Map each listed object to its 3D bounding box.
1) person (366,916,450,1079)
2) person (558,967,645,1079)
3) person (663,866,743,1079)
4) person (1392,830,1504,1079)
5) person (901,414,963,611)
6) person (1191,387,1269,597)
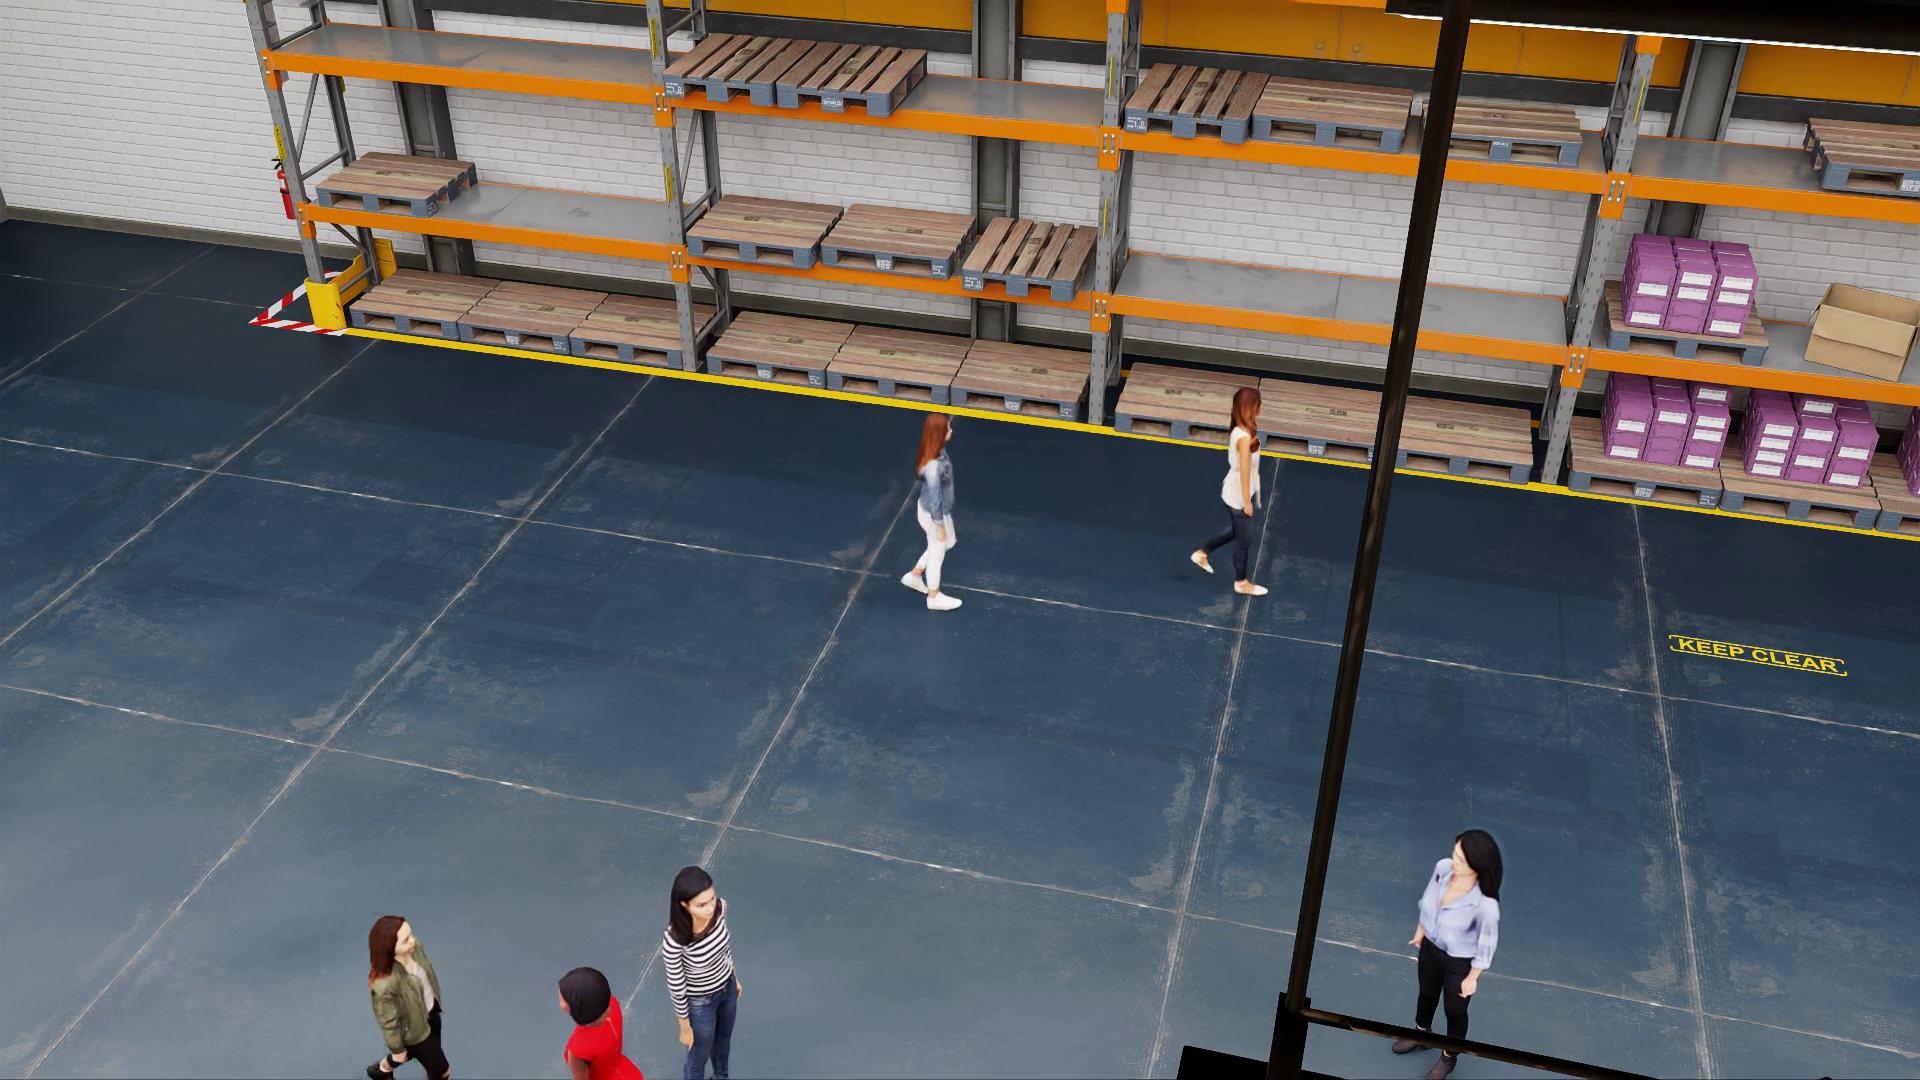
[{"bbox_3d":[-2.882,2.487,8.614,0.935,1.457,0.660,4,34,6],"label":"person"},{"bbox_3d":[-1.609,2.732,8.001,0.744,1.729,0.622,10,35,14],"label":"person"},{"bbox_3d":[-1.296,2.352,8.512,0.588,1.796,0.645,19,38,27],"label":"person"},{"bbox_3d":[2.598,2.201,8.786,0.773,1.743,0.729,-15,37,-22],"label":"person"},{"bbox_3d":[-0.272,-0.200,12.442,0.783,1.696,0.725,-1,34,-2],"label":"person"},{"bbox_3d":[2.060,-0.359,12.609,0.864,1.775,0.661,5,34,8],"label":"person"}]
